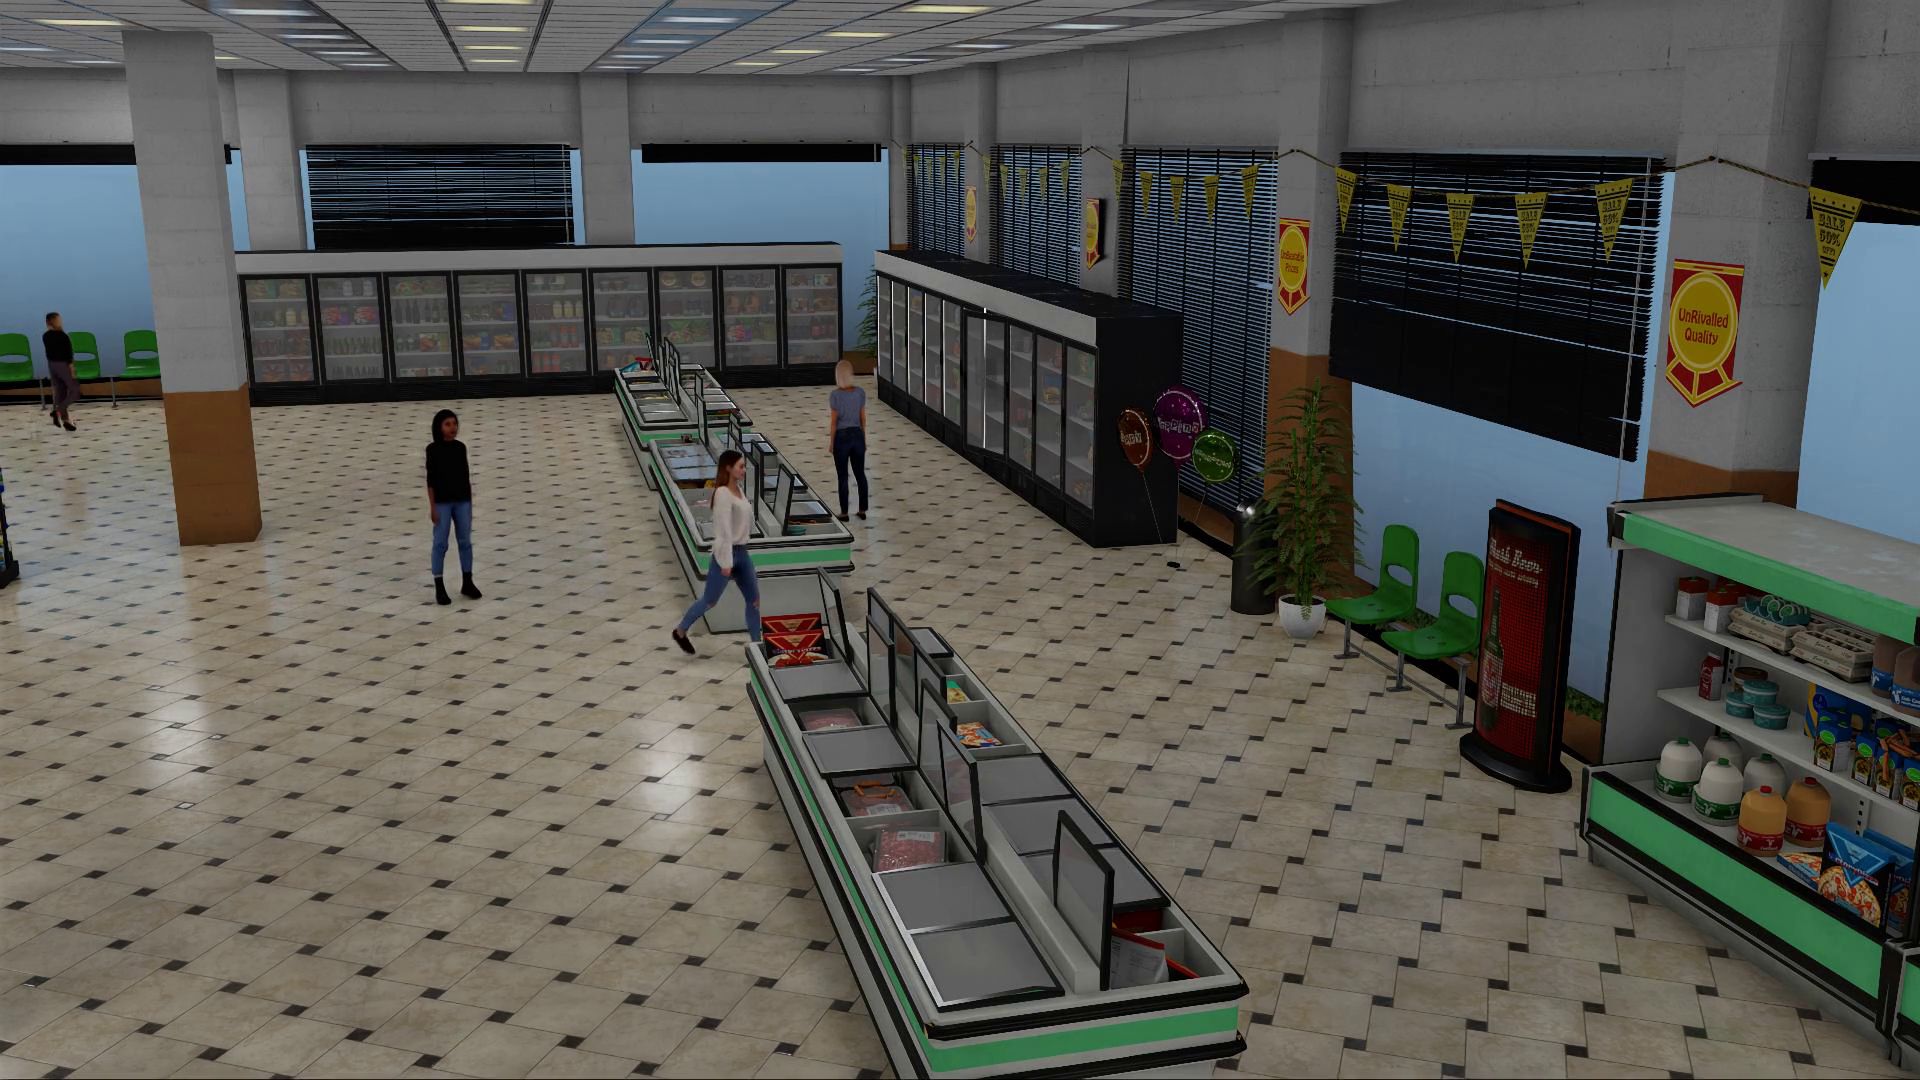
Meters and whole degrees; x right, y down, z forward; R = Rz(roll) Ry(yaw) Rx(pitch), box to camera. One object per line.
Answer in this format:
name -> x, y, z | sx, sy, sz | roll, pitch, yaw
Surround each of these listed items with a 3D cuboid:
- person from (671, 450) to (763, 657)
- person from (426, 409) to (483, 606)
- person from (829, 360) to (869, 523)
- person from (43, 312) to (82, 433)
person -> -1.865, 0.158, 12.838 | 1.061, 1.649, 1.179 | 4, 14, 15
person -> -4.492, -0.305, 14.644 | 0.641, 1.698, 0.654 | -11, 17, -37
person -> -1.183, -1.058, 17.702 | 0.610, 1.720, 0.571 | -7, 15, -25
person -> -12.411, -2.279, 22.863 | 0.797, 1.661, 0.869 | 5, 14, 19
